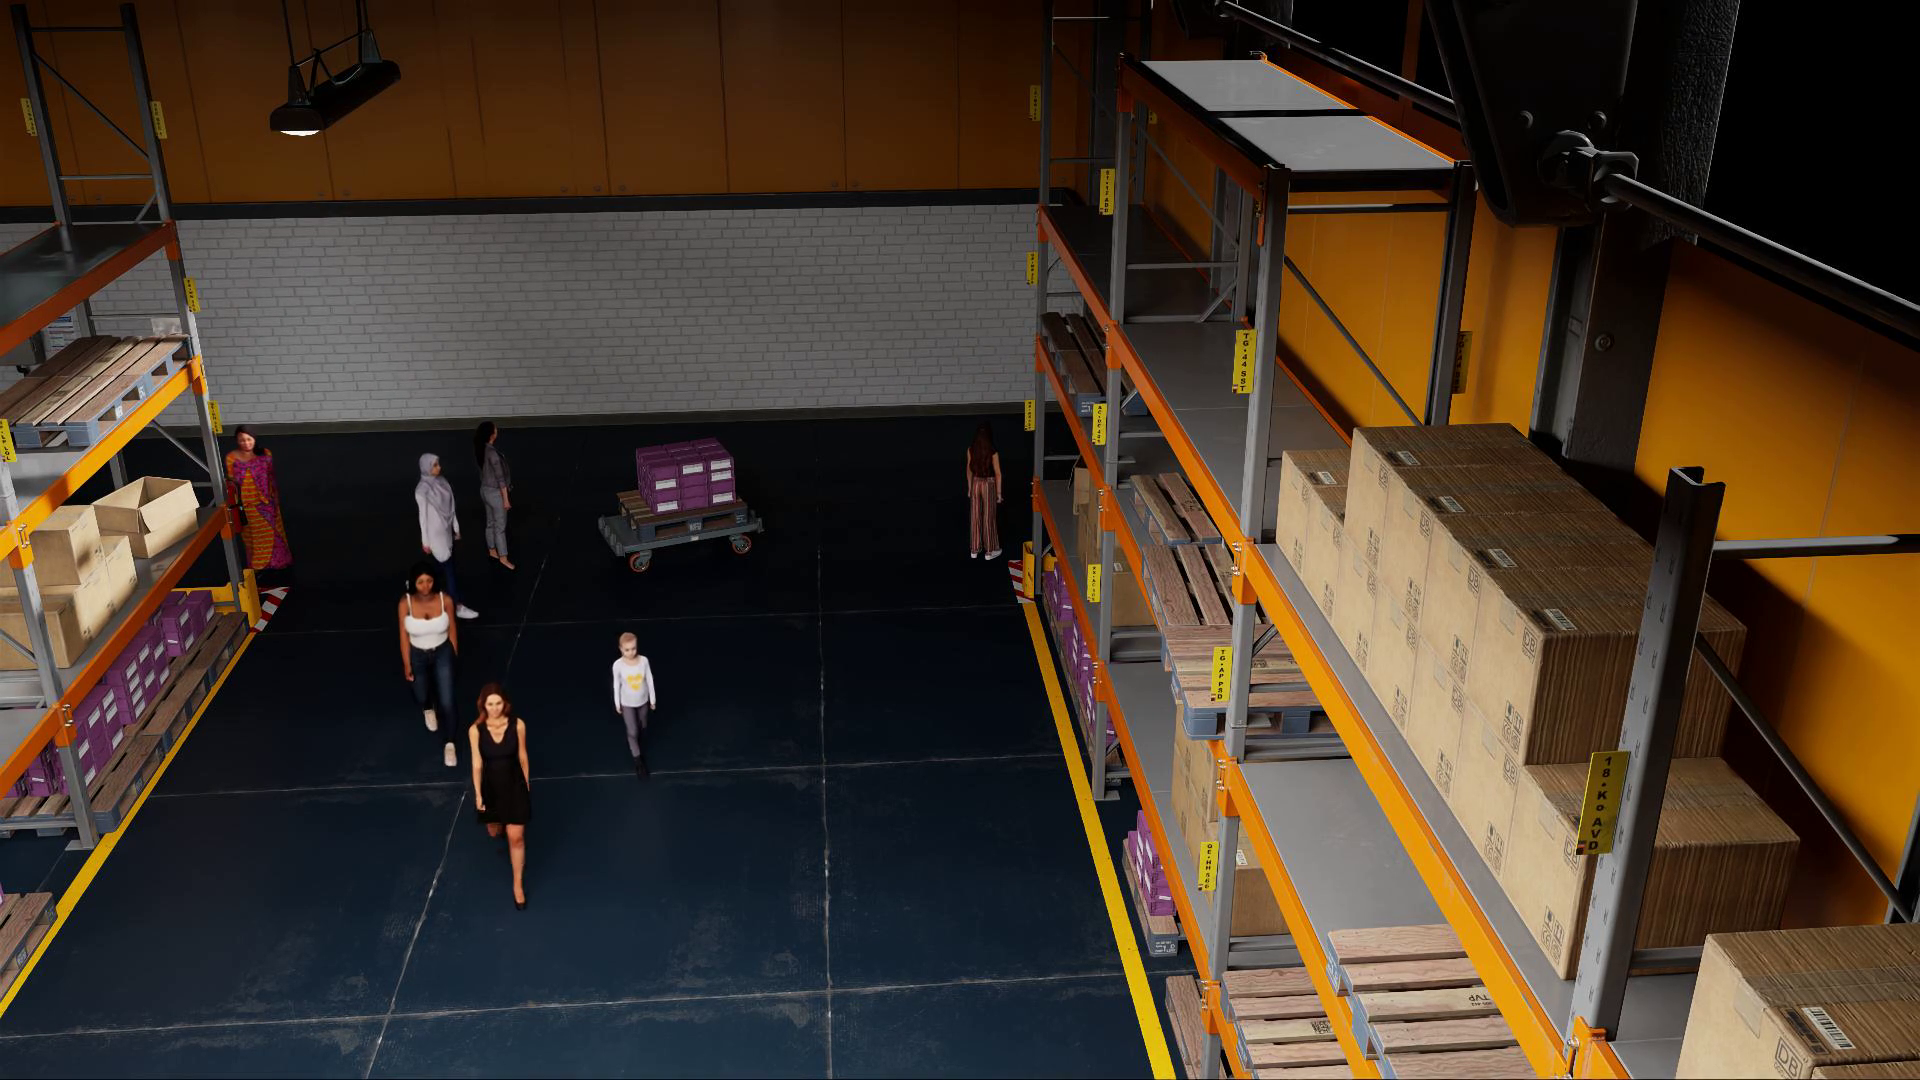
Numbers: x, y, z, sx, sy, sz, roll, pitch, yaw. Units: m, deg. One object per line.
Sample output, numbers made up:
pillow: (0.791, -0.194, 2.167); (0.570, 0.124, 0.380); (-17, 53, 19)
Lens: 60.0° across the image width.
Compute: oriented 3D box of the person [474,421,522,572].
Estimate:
person: (-4.974, -0.473, 17.748); (0.792, 1.677, 0.711); (-20, 30, -37)

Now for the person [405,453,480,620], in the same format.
person: (-5.295, -0.039, 16.666); (0.993, 1.749, 1.122); (8, 25, 18)

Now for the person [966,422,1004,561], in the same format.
person: (0.259, -0.553, 18.075); (0.634, 1.562, 0.654); (10, 26, 22)

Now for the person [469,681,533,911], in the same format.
person: (-3.380, 1.836, 12.289); (0.733, 1.819, 1.049); (-7, 25, -16)

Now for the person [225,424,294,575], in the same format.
person: (-7.495, -0.461, 17.717); (0.739, 1.681, 0.757); (-10, 25, -21)

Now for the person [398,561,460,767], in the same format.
person: (-4.556, 0.999, 14.253); (0.772, 1.780, 1.183); (-7, 24, -15)

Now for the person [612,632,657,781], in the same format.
person: (-2.773, 1.346, 14.107); (0.698, 1.261, 0.941); (-11, 26, -24)
